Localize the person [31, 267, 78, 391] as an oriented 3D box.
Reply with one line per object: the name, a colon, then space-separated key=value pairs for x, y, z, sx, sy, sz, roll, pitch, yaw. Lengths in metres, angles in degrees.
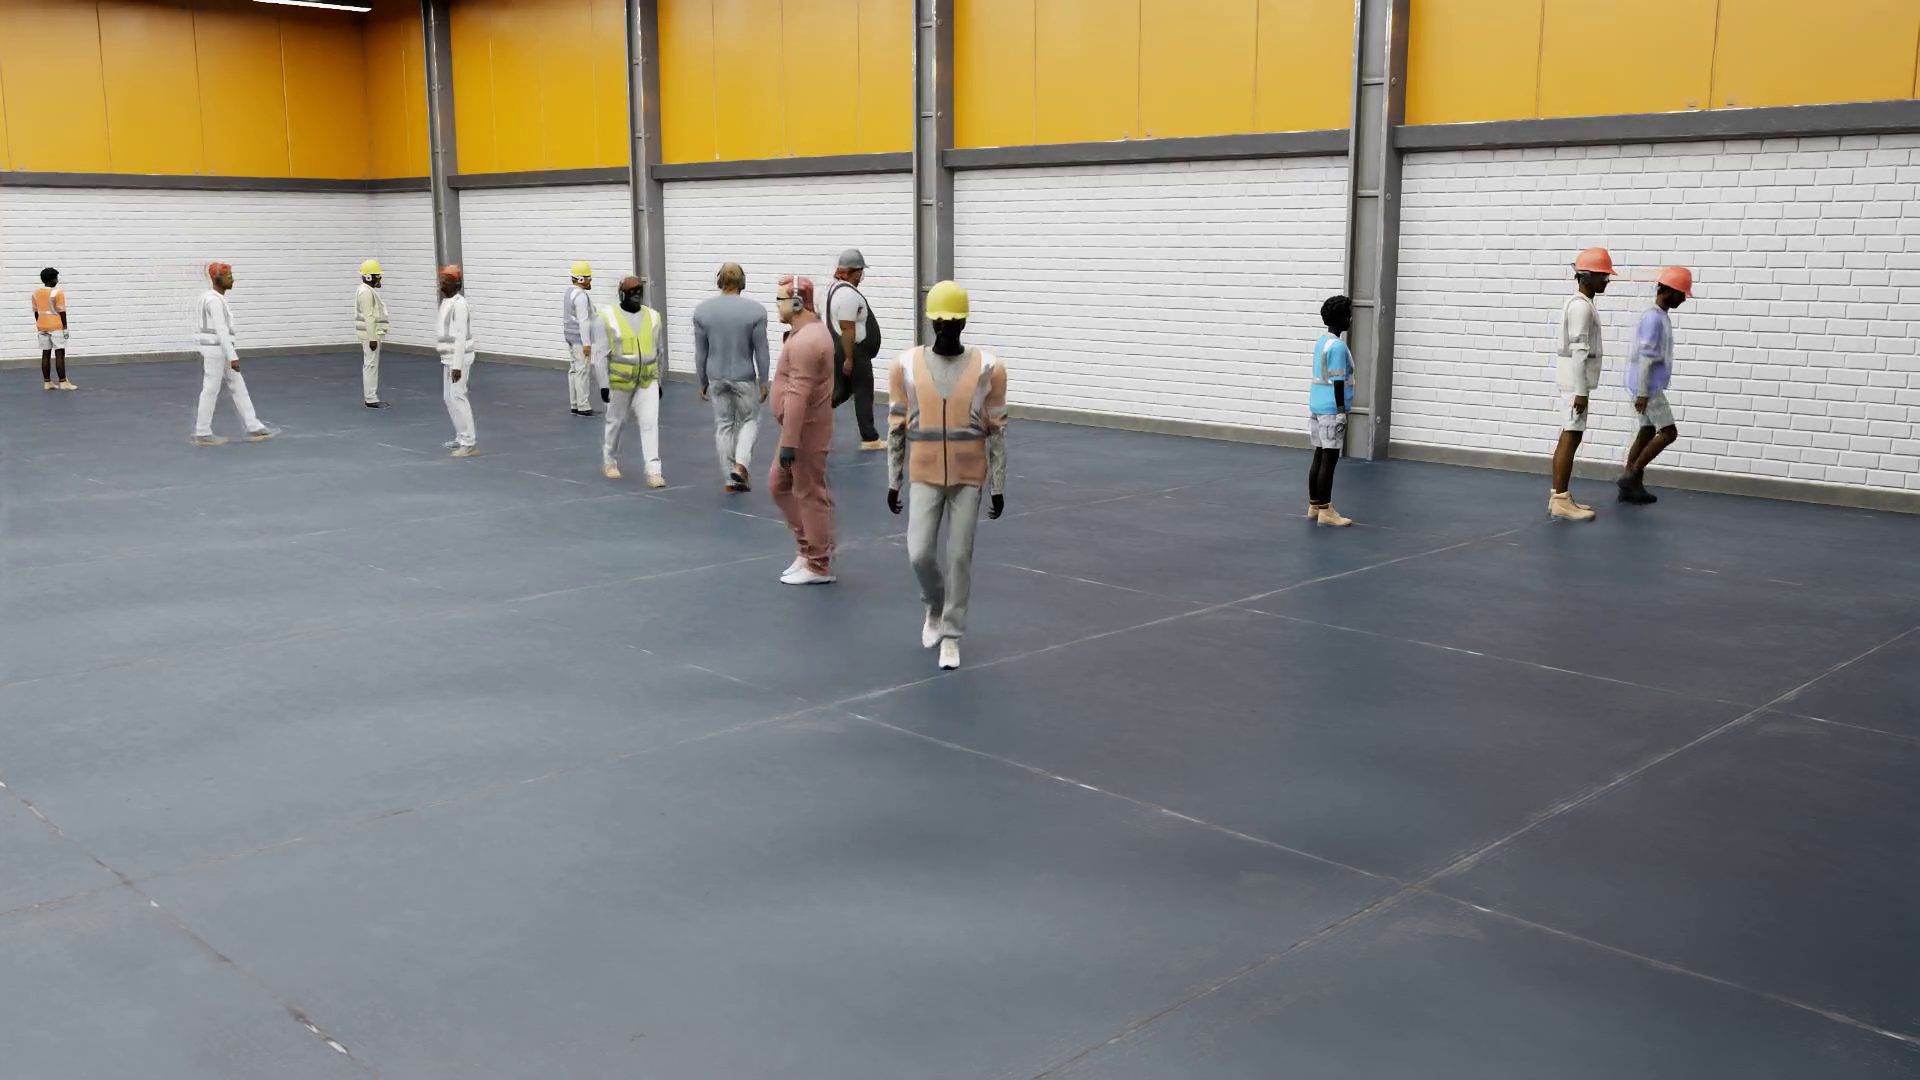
person: x=-12.466 y=-2.887 z=22.842 sx=0.535 sy=1.691 sz=0.322 roll=3 pitch=11 yaw=18

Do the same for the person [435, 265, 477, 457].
person: x=-4.874 y=-1.718 z=16.056 sx=0.344 sy=1.854 sz=0.675 roll=-6 pitch=12 yaw=-29

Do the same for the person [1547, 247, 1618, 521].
person: x=4.687 y=-1.170 z=12.522 sx=0.394 sy=2.039 sz=0.614 roll=3 pitch=11 yaw=17

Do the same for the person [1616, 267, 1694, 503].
person: x=5.462 y=-1.200 z=13.111 sx=0.508 sy=1.885 sz=0.600 roll=5 pitch=12 yaw=26

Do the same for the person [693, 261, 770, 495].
person: x=-1.861 y=-1.301 z=13.573 sx=0.629 sy=1.925 sz=0.481 roll=1 pitch=10 yaw=5

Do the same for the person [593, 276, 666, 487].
person: x=-2.857 y=-1.381 z=14.359 sx=0.638 sy=1.799 sz=0.977 roll=-6 pitch=12 yaw=-30

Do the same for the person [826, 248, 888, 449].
person: x=-1.160 y=-1.900 z=16.504 sx=0.879 sy=2.000 sz=0.687 roll=-3 pitch=11 yaw=-17

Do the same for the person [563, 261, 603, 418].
person: x=-4.441 y=-2.353 z=19.543 sx=0.404 sy=1.833 sz=0.592 roll=-5 pitch=12 yaw=-27

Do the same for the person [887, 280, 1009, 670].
person: x=-0.062 y=-0.321 z=8.231 sx=0.611 sy=1.913 sz=0.447 roll=1 pitch=10 yaw=3

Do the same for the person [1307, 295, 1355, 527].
person: x=2.744 y=-0.950 z=12.263 sx=0.315 sy=1.696 sz=0.541 roll=0 pitch=10 yaw=-2

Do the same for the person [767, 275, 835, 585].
person: x=-0.993 y=-0.654 z=10.102 sx=0.464 sy=1.889 sz=0.677 roll=0 pitch=10 yaw=-2

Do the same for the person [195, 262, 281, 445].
person: x=-7.425 y=-1.890 z=16.966 sx=0.905 sy=1.846 sz=0.602 roll=-3 pitch=11 yaw=-18

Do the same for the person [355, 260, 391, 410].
person: x=-7.207 y=-2.515 z=20.424 sx=0.403 sy=1.831 sz=0.597 roll=-4 pitch=11 yaw=-20
